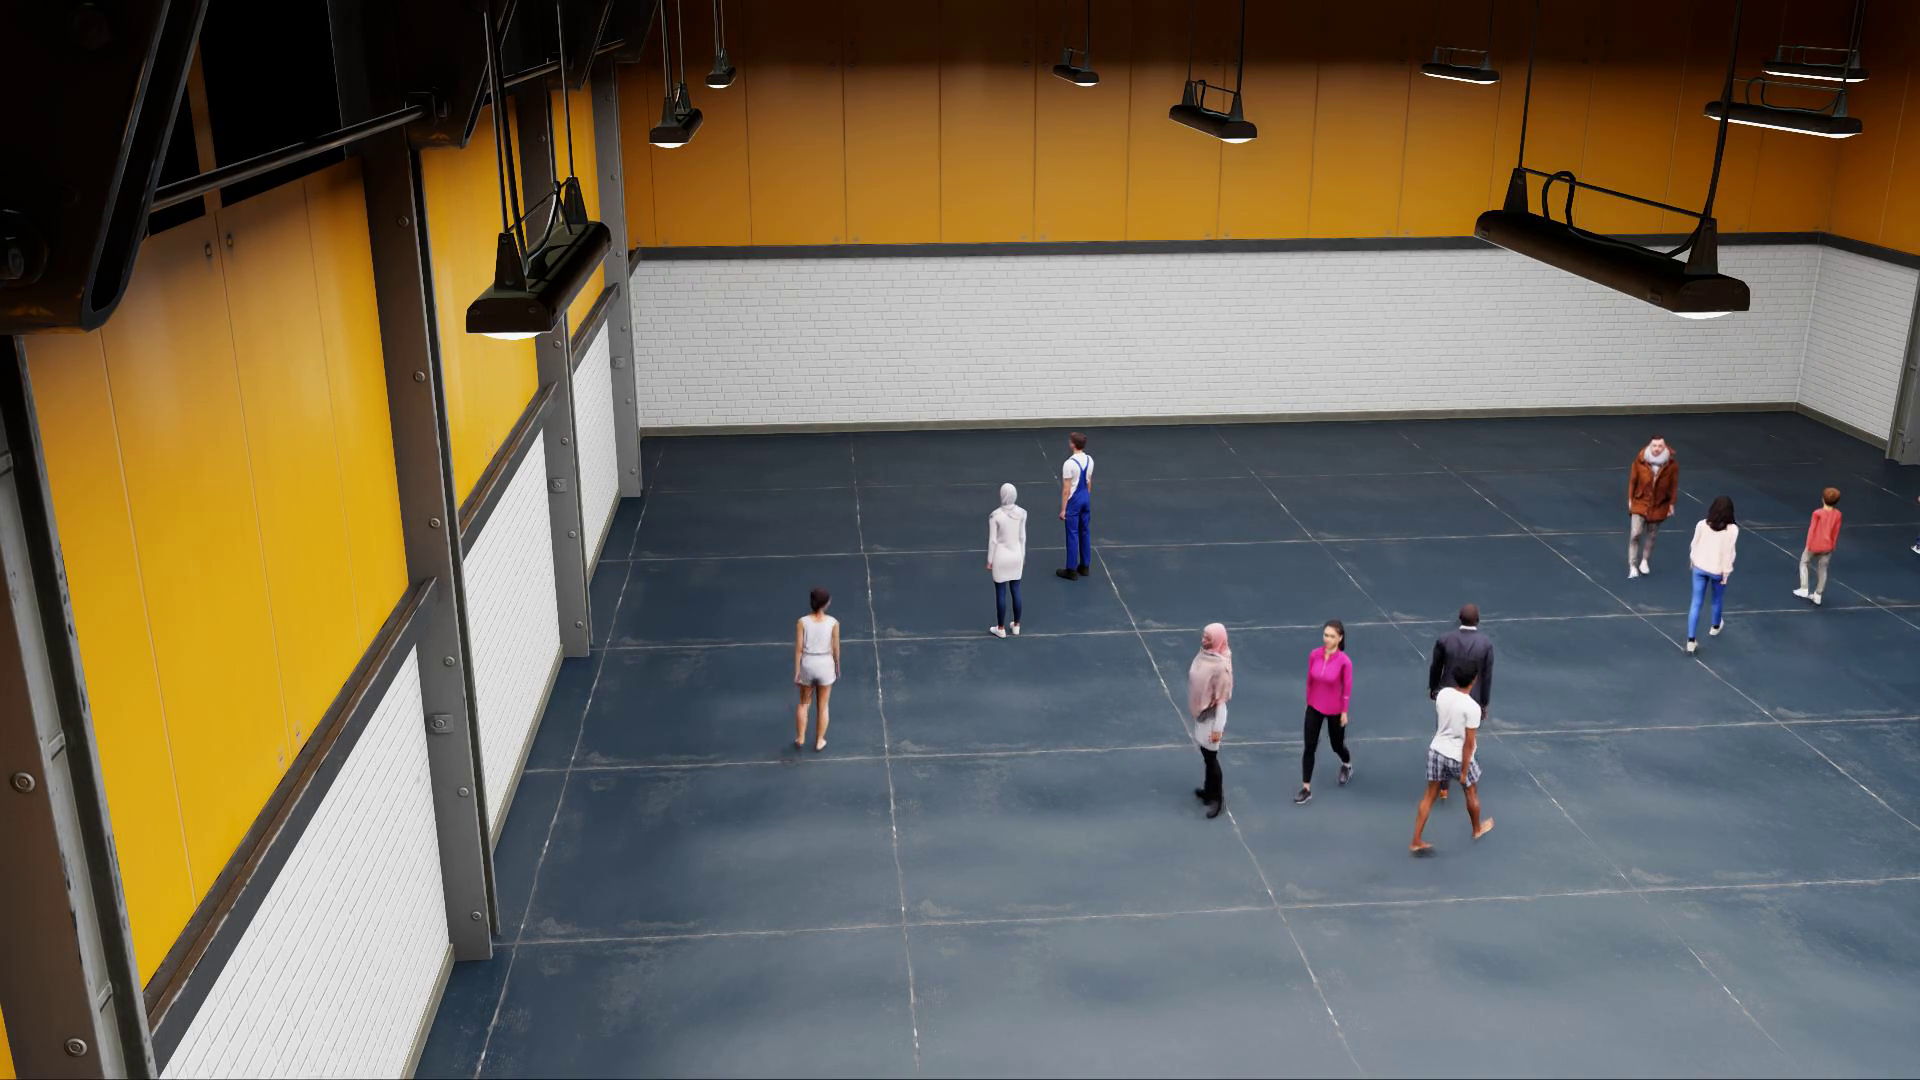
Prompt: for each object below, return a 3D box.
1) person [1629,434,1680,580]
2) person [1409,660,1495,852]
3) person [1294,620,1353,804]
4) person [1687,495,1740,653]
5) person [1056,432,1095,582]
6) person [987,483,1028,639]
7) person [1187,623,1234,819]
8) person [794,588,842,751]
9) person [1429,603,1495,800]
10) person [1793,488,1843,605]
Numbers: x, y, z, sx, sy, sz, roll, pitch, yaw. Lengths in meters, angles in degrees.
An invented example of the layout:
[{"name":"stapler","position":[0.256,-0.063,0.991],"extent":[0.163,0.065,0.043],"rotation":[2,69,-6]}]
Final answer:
[{"name":"person","position":[8.534,-0.436,20.574],"extent":[0.903,1.807,1.097],"rotation":[4,19,13]},{"name":"person","position":[4.064,1.857,13.951],"extent":[1.077,1.688,1.155],"rotation":[-12,22,-32]},{"name":"person","position":[3.346,1.515,14.988],"extent":[0.997,1.674,1.088],"rotation":[13,23,34]},{"name":"person","position":[8.190,0.402,18.230],"extent":[1.103,1.715,1.206],"rotation":[13,23,34]},{"name":"person","position":[1.441,-0.434,20.505],"extent":[0.721,1.847,0.746],"rotation":[-14,23,-37]},{"name":"person","position":[0.533,0.223,18.666],"extent":[0.668,1.776,0.625],"rotation":[-7,20,-21]},{"name":"person","position":[2.219,1.554,14.678],"extent":[0.799,1.798,0.522],"rotation":[0,19,1]},{"name":"person","position":[-1.388,1.247,15.883],"extent":[0.626,1.610,0.605],"rotation":[-4,19,-12]},{"name":"person","position":[4.472,1.476,14.942],"extent":[1.065,1.777,1.306],"rotation":[8,20,21]},{"name":"person","position":[10.202,0.086,19.655],"extent":[0.565,1.404,0.625],"rotation":[1,19,2]}]
